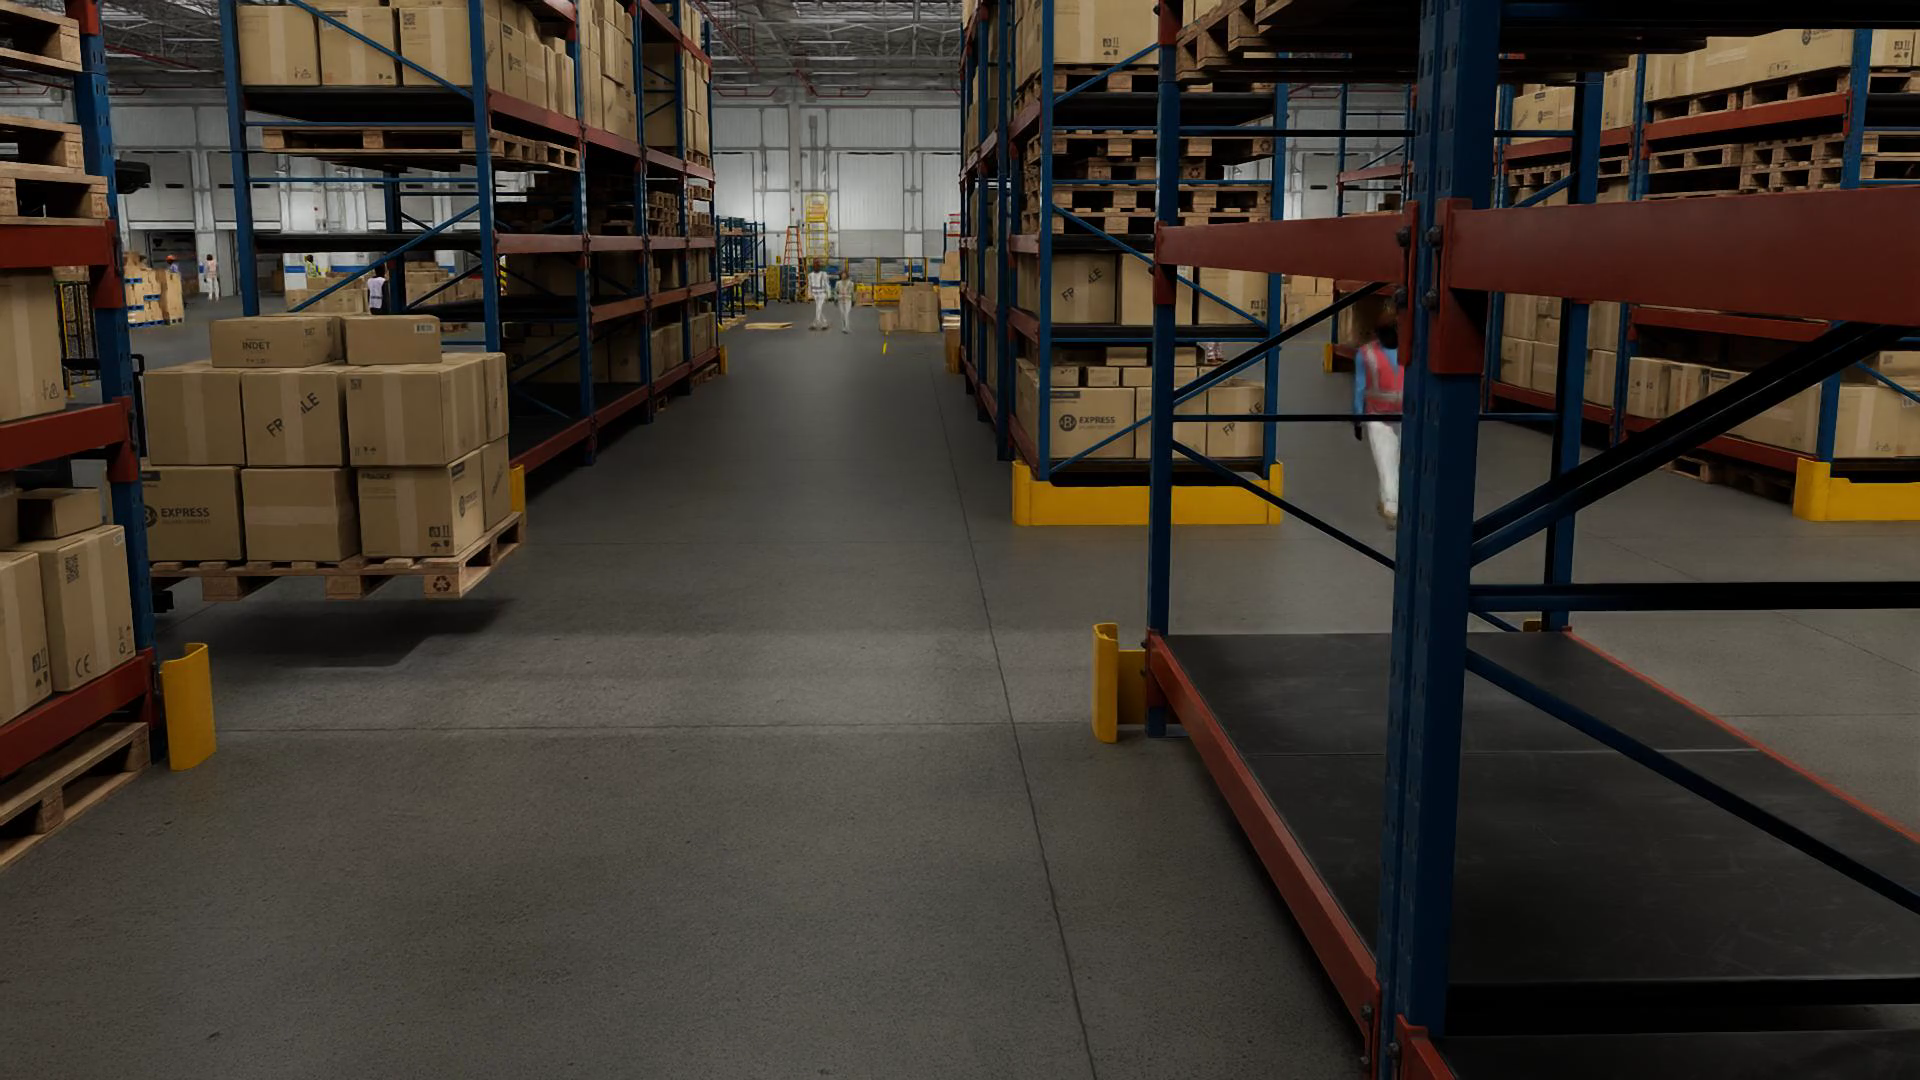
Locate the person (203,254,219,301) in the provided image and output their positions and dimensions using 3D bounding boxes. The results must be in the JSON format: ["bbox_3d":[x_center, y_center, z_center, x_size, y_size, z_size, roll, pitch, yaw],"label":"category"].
[{"bbox_3d":[-29.594,-10.358,65.721,0.429,1.844,0.626,8,13,38],"label":"person"}]

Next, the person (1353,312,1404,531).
[{"bbox_3d":[3.599,-1.006,13.837,0.653,1.776,0.983,0,10,2],"label":"person"}]

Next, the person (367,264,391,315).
[{"bbox_3d":[-12.001,-4.773,34.390,0.590,1.920,0.399,7,12,33],"label":"person"}]

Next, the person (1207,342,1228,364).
[{"bbox_3d":[4.969,-4.373,31.969,0.387,1.989,0.608,8,13,39],"label":"person"}]

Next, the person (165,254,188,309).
[{"bbox_3d":[-26.731,-8.753,56.553,0.565,1.920,0.554,-10,14,-43],"label":"person"}]

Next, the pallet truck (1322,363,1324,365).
[{"bbox_3d":[7.712,-4.157,30.737,1.885,1.965,0.823,3,11,16],"label":"pallet truck"}]

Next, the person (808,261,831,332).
[{"bbox_3d":[-3.701,-6.347,43.396,0.586,1.825,0.973,6,12,31],"label":"person"}]

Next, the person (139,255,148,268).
[{"bbox_3d":[-26.013,-8.086,52.841,0.672,1.922,0.633,1,10,6],"label":"person"}]

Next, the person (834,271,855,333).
[{"bbox_3d":[-2.969,-6.124,42.837,0.509,1.598,0.875,2,10,10],"label":"person"}]

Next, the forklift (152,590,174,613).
[{"bbox_3d":[-5.858,-0.811,9.639,1.873,2.768,1.129,-1,10,-3],"label":"forklift"}]

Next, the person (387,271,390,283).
[{"bbox_3d":[-18.759,-8.391,55.194,0.321,1.694,0.534,8,13,38],"label":"person"}]

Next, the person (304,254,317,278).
[{"bbox_3d":[-25.297,-10.205,64.868,0.429,1.841,0.634,1,10,7],"label":"person"}]
